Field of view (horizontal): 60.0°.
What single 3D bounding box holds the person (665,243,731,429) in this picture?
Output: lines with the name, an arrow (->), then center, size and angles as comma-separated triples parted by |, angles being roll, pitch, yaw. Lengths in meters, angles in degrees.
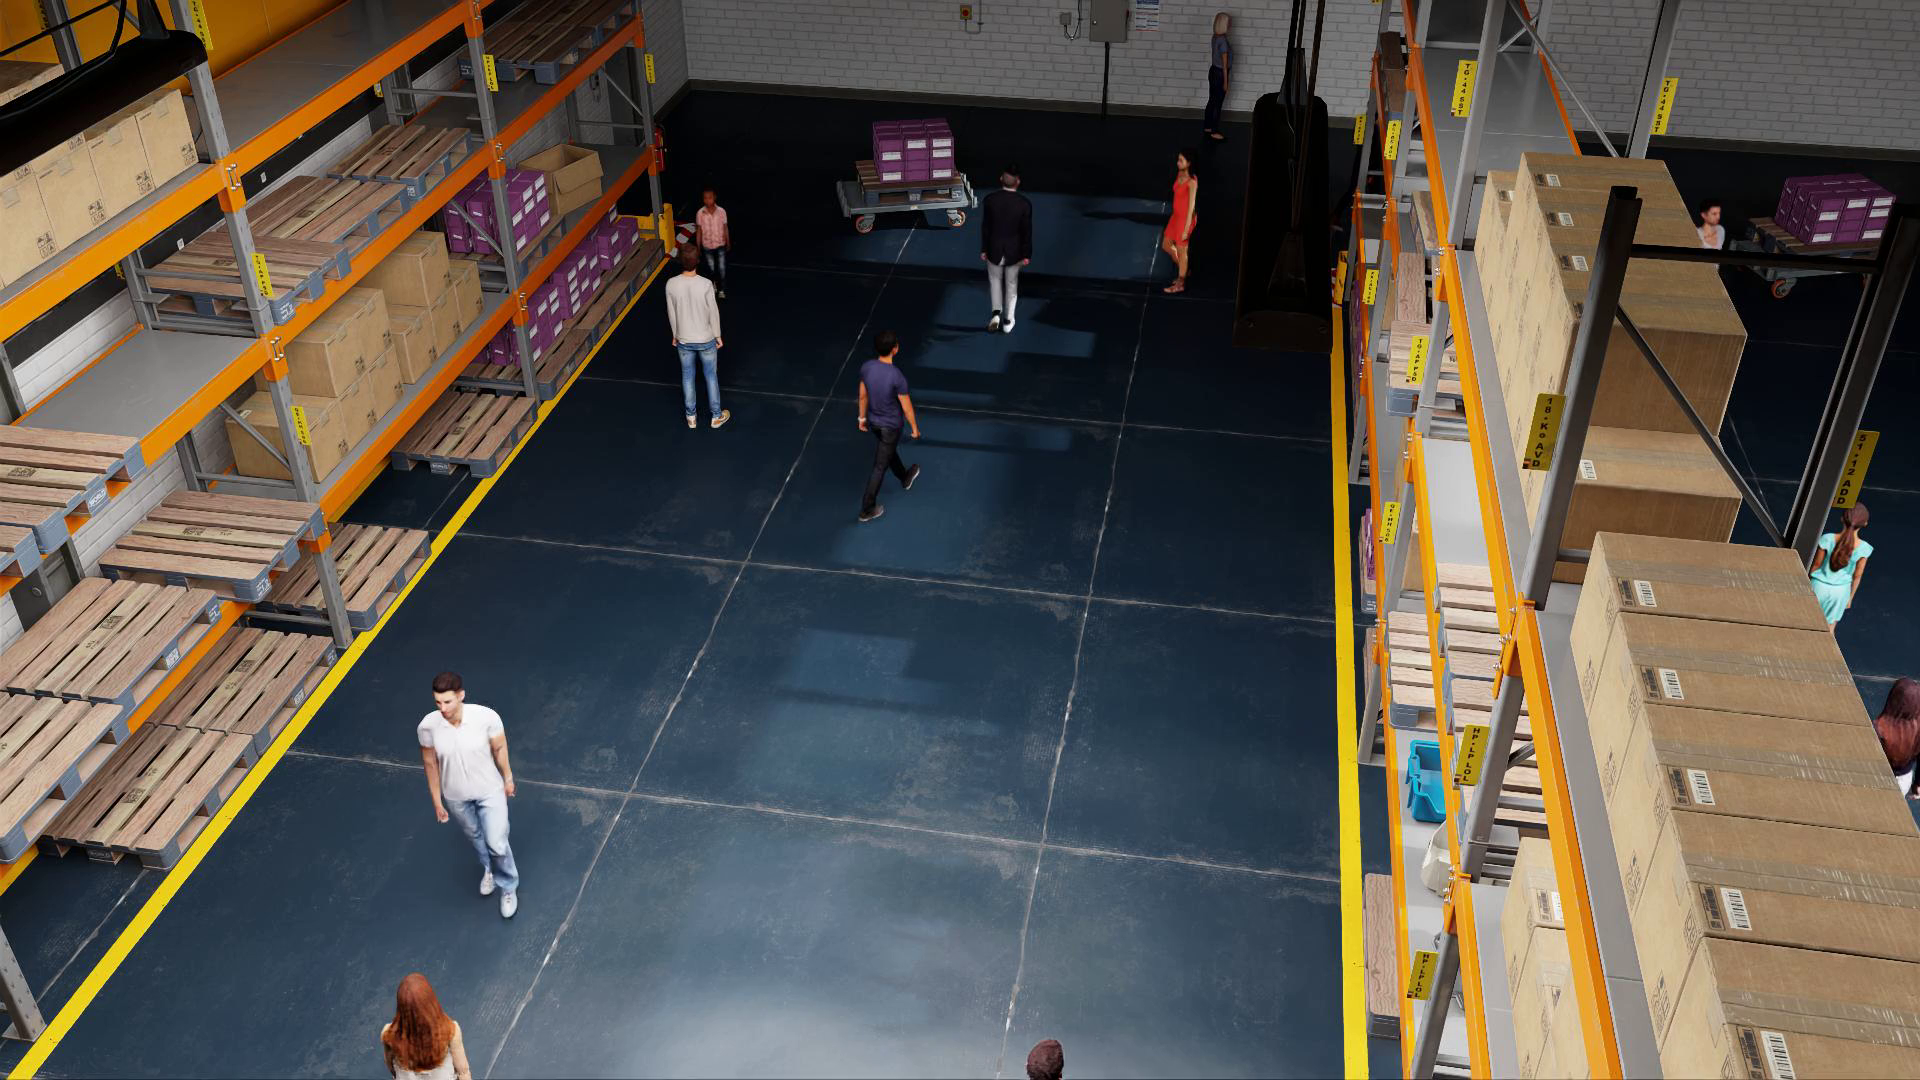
person -> -2.531, -1.950, 15.950 | 0.671, 1.908, 0.600 | 2, 34, 4

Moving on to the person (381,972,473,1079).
person -> -2.767, 2.994, 8.712 | 0.872, 1.687, 1.169 | -7, 34, -10

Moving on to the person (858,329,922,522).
person -> -0.712, -0.964, 14.623 | 1.008, 1.736, 1.244 | 22, 40, 30

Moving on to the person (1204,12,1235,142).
person -> 3.530, -6.342, 22.725 | 0.714, 1.723, 0.579 | -8, 34, -11

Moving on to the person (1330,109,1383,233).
person -> 4.798, -4.447, 19.949 | 1.076, 1.641, 1.107 | -16, 37, -22

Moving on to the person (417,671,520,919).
person -> -3.129, 1.538, 10.762 | 0.746, 1.843, 0.828 | -1, 34, -2

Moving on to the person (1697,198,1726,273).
person -> 7.480, -2.660, 17.090 | 1.123, 1.830, 1.217 | -18, 38, -25

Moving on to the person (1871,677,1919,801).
person -> 6.048, 1.625, 10.859 | 0.667, 1.591, 0.643 | 1, 34, 2

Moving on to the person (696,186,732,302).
person -> -2.753, -3.355, 18.634 | 0.649, 1.278, 0.909 | -2, 34, -3

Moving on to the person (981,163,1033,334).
person -> 0.470, -3.036, 17.563 | 0.698, 1.931, 0.806 | 5, 34, 8

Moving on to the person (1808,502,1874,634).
person -> 6.653, 0.384, 12.754 | 0.586, 1.558, 0.587 | 13, 36, 19

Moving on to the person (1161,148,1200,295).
person -> 2.561, -3.559, 18.549 | 0.783, 1.710, 0.707 | -12, 35, -17
